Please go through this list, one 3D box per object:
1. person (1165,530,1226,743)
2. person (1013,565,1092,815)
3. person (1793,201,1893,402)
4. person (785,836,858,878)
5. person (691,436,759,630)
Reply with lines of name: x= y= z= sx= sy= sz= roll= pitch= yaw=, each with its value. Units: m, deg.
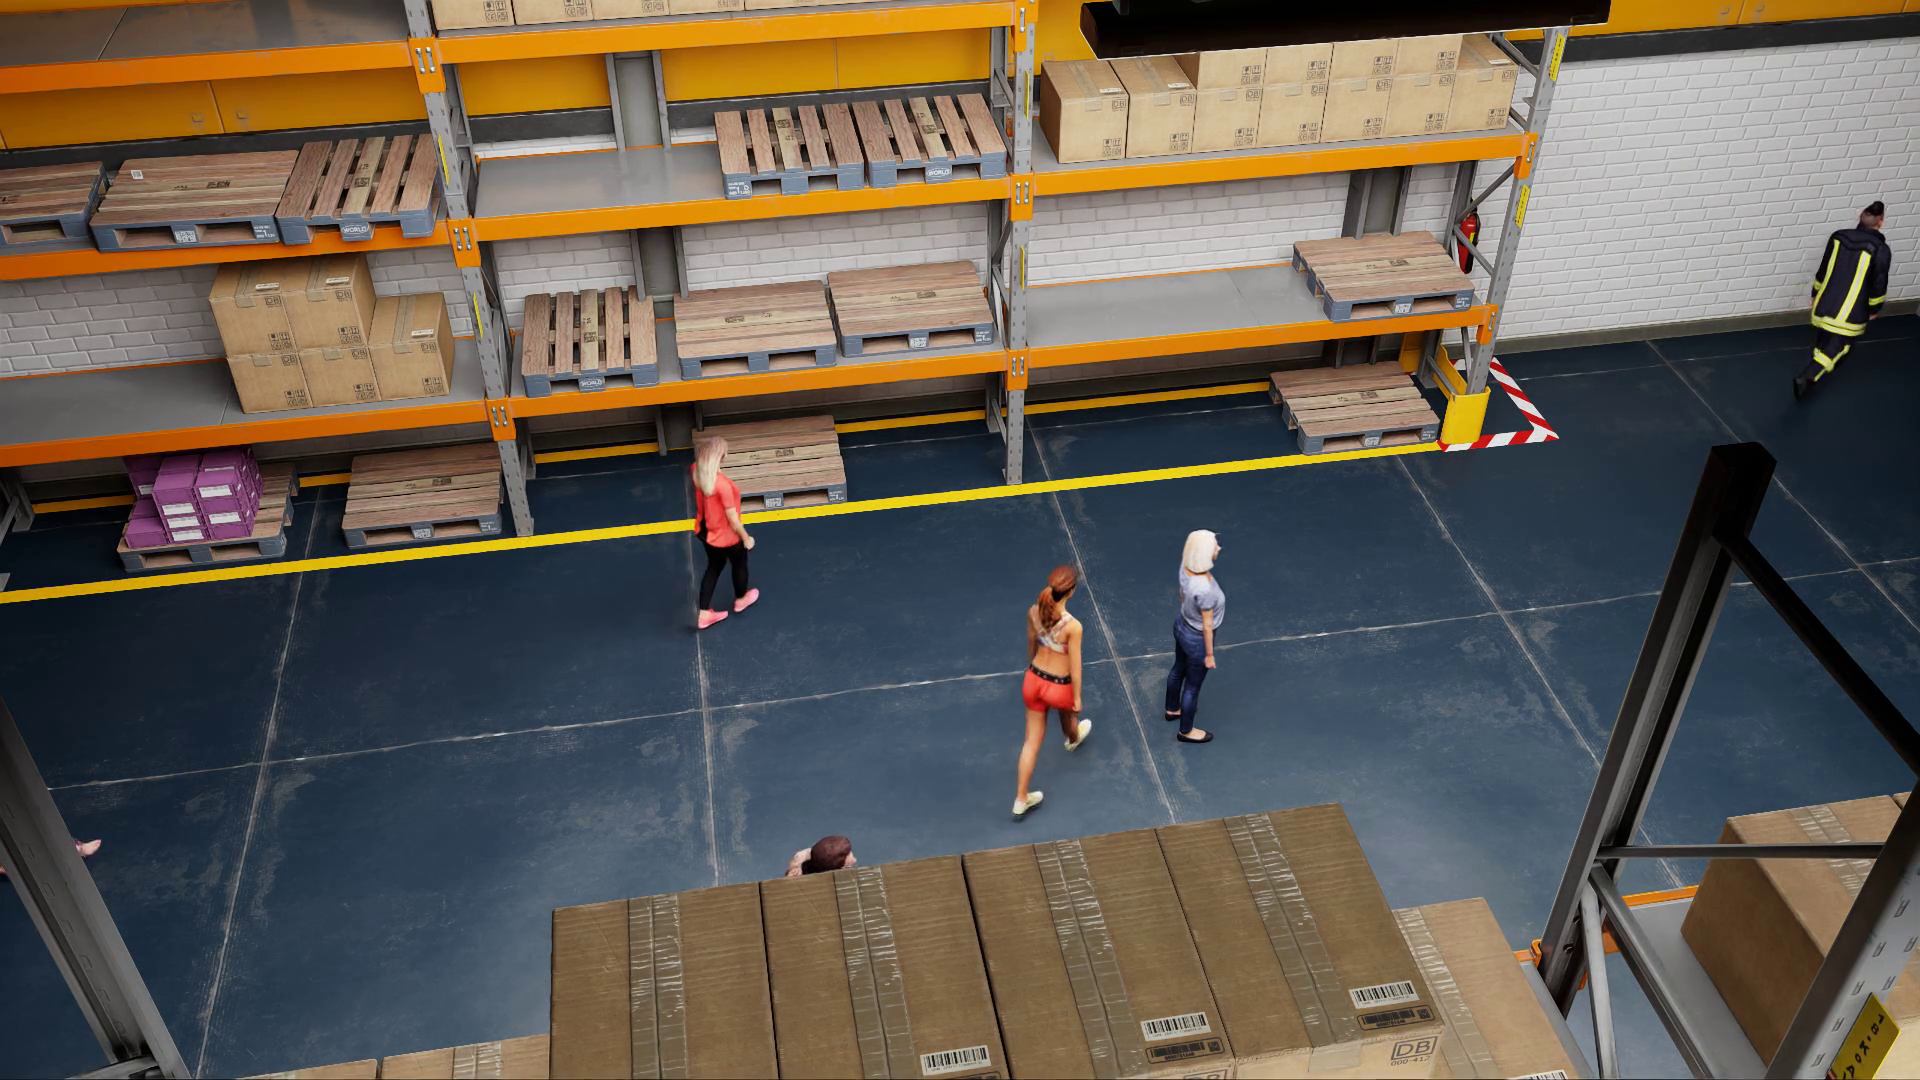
person: x=1.561 y=0.629 z=11.114 sx=0.530 sy=1.722 sz=0.593 roll=-10 pitch=40 yaw=-12
person: x=0.529 y=1.015 z=10.634 sx=1.163 sy=1.718 sz=1.184 roll=23 pitch=44 yaw=26
person: x=7.629 y=-2.060 z=14.394 sx=1.151 sy=1.831 sz=0.944 roll=-20 pitch=43 yaw=-23
person: x=-0.777 y=2.275 z=8.970 sx=0.759 sy=1.826 sz=0.793 roll=-11 pitch=40 yaw=-14
person: x=-1.763 y=-0.020 z=11.980 sx=0.907 sy=1.655 sz=0.983 roll=29 pitch=47 yaw=32
